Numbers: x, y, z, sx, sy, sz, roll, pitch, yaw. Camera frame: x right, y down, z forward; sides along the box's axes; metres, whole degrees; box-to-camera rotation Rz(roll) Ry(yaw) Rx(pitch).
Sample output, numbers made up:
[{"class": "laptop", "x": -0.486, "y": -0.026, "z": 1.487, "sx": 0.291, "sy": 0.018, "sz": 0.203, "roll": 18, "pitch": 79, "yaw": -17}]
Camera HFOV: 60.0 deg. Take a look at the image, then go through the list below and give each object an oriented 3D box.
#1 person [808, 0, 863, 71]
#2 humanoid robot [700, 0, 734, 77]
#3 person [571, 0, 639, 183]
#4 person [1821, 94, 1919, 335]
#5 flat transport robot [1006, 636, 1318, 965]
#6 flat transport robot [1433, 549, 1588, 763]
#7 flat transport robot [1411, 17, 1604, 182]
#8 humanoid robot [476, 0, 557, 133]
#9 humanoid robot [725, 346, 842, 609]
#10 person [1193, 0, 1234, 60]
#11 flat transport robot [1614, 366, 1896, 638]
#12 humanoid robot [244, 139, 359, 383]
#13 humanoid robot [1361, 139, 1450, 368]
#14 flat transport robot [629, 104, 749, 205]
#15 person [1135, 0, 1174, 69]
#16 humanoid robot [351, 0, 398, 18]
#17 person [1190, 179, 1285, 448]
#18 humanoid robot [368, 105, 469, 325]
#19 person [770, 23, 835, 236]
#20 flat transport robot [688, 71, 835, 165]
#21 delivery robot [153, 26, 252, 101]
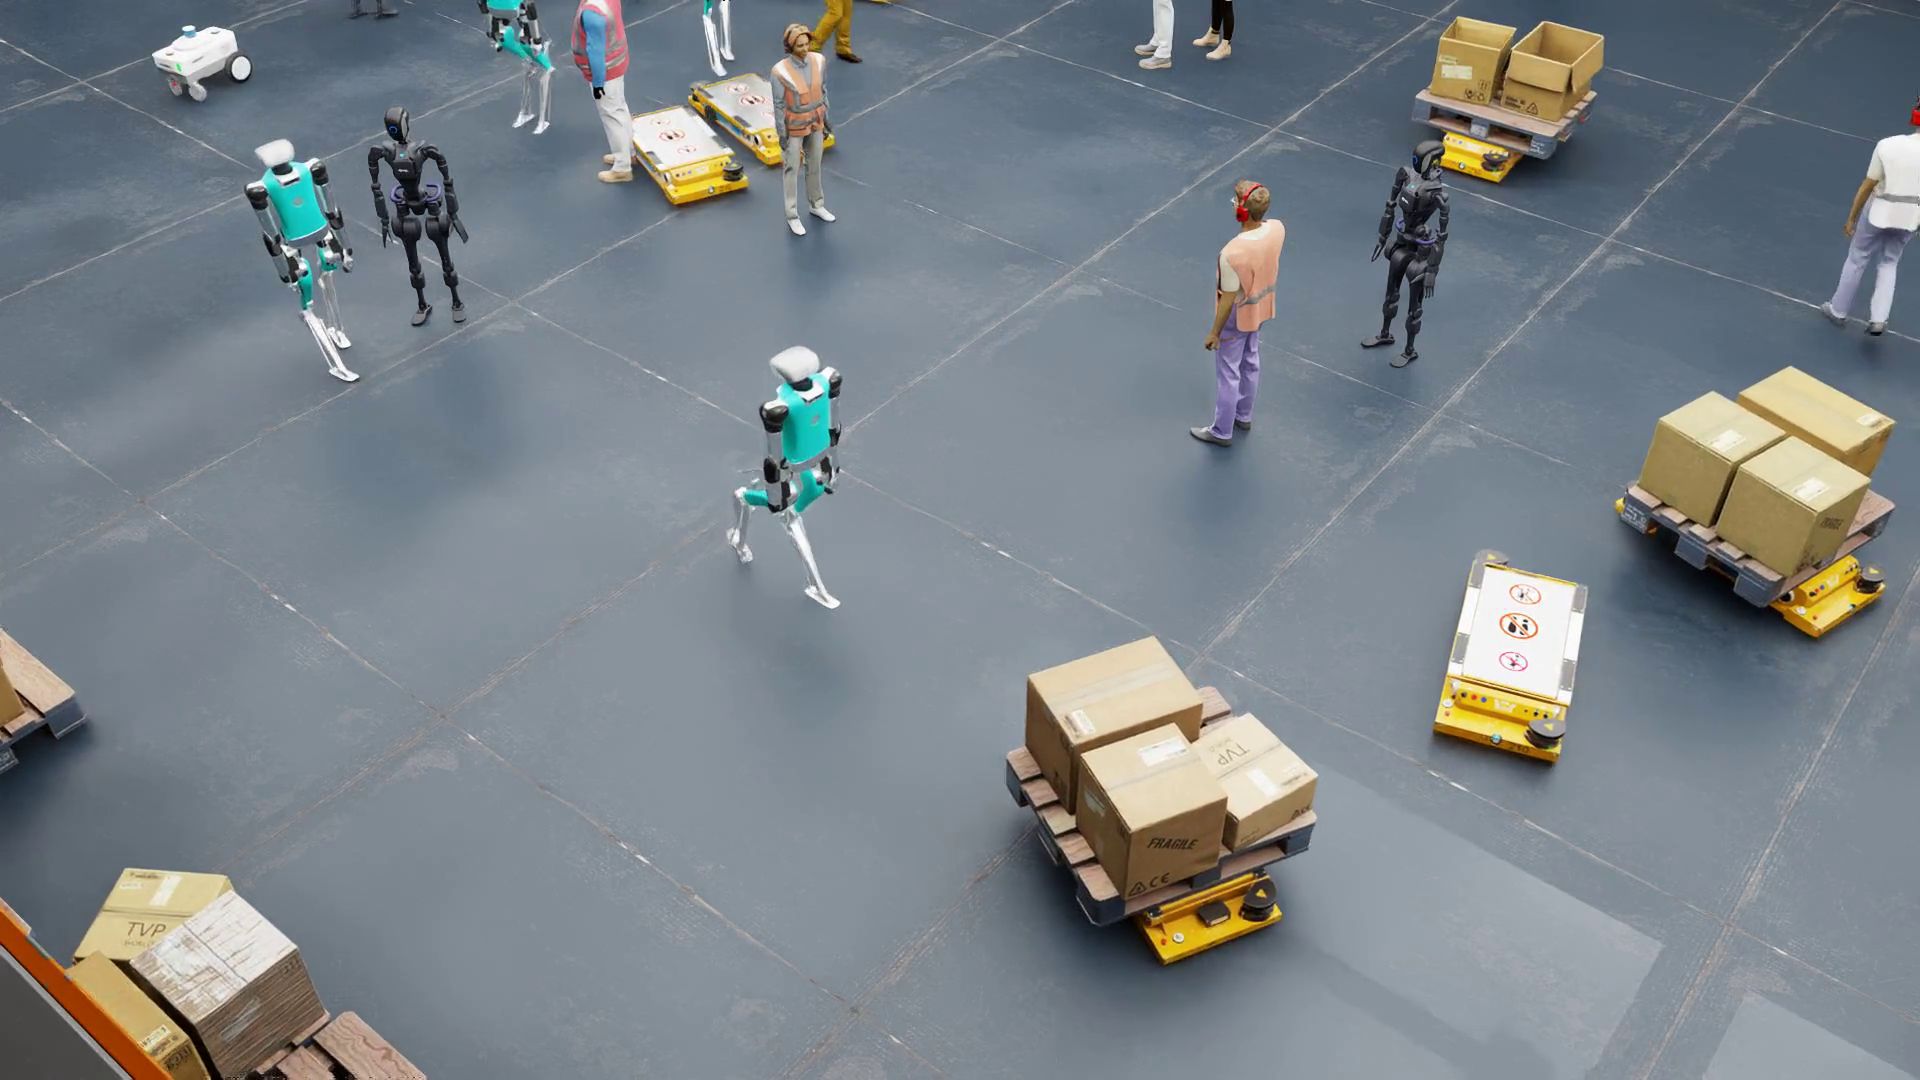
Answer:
[{"class": "person", "x": -1.134, "y": -5.114, "z": 14.964, "sx": 0.433, "sy": 1.735, "sz": 0.568, "roll": 14, "pitch": 42, "yaw": 16}, {"class": "humanoid robot", "x": -2.198, "y": -5.150, "z": 14.997, "sx": 0.530, "sy": 1.779, "sz": 0.760, "roll": -13, "pitch": 42, "yaw": -15}, {"class": "person", "x": -2.861, "y": -3.772, "z": 13.313, "sx": 0.431, "sy": 1.835, "sz": 0.628, "roll": 0, "pitch": 40, "yaw": 0}, {"class": "person", "x": 6.433, "y": -2.217, "z": 11.484, "sx": 0.565, "sy": 1.827, "sz": 0.530, "roll": 6, "pitch": 41, "yaw": 7}, {"class": "flat transport robot", "x": 0.967, "y": 1.444, "z": 8.379, "sx": 0.659, "sy": 0.231, "sz": 1.431, "roll": -16, "pitch": 43, "yaw": -18}, {"class": "flat transport robot", "x": 3.117, "y": 0.618, "z": 9.351, "sx": 0.659, "sy": 0.231, "sz": 1.431, "roll": 14, "pitch": 42, "yaw": 16}, {"class": "flat transport robot", "x": 4.587, "y": -3.483, "z": 14.175, "sx": 0.659, "sy": 0.231, "sz": 1.431, "roll": 26, "pitch": 47, "yaw": 27}, {"class": "humanoid robot", "x": -3.676, "y": -4.314, "z": 14.016, "sx": 0.532, "sy": 1.787, "sz": 0.670, "roll": 13, "pitch": 42, "yaw": 15}, {"class": "humanoid robot", "x": -1.098, "y": -0.446, "z": 9.488, "sx": 0.970, "sy": 1.771, "sz": 0.537, "roll": 31, "pitch": 49, "yaw": 31}, {"class": "person", "x": 2.385, "y": -5.234, "z": 15.131, "sx": 0.316, "sy": 1.695, "sz": 0.540, "roll": -10, "pitch": 41, "yaw": -12}, {"class": "flat transport robot", "x": 4.768, "y": 0.007, "z": 10.070, "sx": 0.659, "sy": 0.231, "sz": 1.431, "roll": -24, "pitch": 46, "yaw": -26}, {"class": "humanoid robot", "x": -4.471, "y": -1.960, "z": 11.268, "sx": 0.568, "sy": 1.788, "sz": 0.886, "roll": -28, "pitch": 48, "yaw": -29}, {"class": "humanoid robot", "x": 3.061, "y": -1.946, "z": 11.269, "sx": 0.315, "sy": 1.657, "sz": 0.599, "roll": -19, "pitch": 44, "yaw": -21}, {"class": "flat transport robot", "x": -2.354, "y": -3.251, "z": 13.903, "sx": 0.659, "sy": 0.231, "sz": 1.431, "roll": -20, "pitch": 44, "yaw": -22}, {"class": "person", "x": 1.815, "y": -5.182, "z": 14.928, "sx": 0.340, "sy": 1.882, "sz": 0.579, "roll": 0, "pitch": 40, "yaw": 0}, {"class": "humanoid robot", "x": -5.753, "y": -5.794, "z": 15.806, "sx": 0.414, "sy": 1.657, "sz": 0.588, "roll": -30, "pitch": 49, "yaw": -30}, {"class": "person", "x": 1.780, "y": -1.411, "z": 10.520, "sx": 0.385, "sy": 1.845, "sz": 0.569, "roll": 30, "pitch": 49, "yaw": 31}, {"class": "humanoid robot", "x": -3.774, "y": -2.267, "z": 11.647, "sx": 0.599, "sy": 1.657, "sz": 0.315, "roll": -3, "pitch": 40, "yaw": -4}, {"class": "person", "x": -1.205, "y": -3.152, "z": 12.725, "sx": 0.513, "sy": 1.640, "sz": 0.306, "roll": -32, "pitch": 50, "yaw": -32}, {"class": "flat transport robot", "x": -1.737, "y": -3.680, "z": 14.407, "sx": 0.659, "sy": 0.231, "sz": 1.431, "roll": -24, "pitch": 46, "yaw": -26}, {"class": "delivery robot", "x": -6.812, "y": -4.322, "z": 14.944, "sx": 0.525, "sy": 0.597, "sz": 0.769, "roll": 19, "pitch": 44, "yaw": 21}]
